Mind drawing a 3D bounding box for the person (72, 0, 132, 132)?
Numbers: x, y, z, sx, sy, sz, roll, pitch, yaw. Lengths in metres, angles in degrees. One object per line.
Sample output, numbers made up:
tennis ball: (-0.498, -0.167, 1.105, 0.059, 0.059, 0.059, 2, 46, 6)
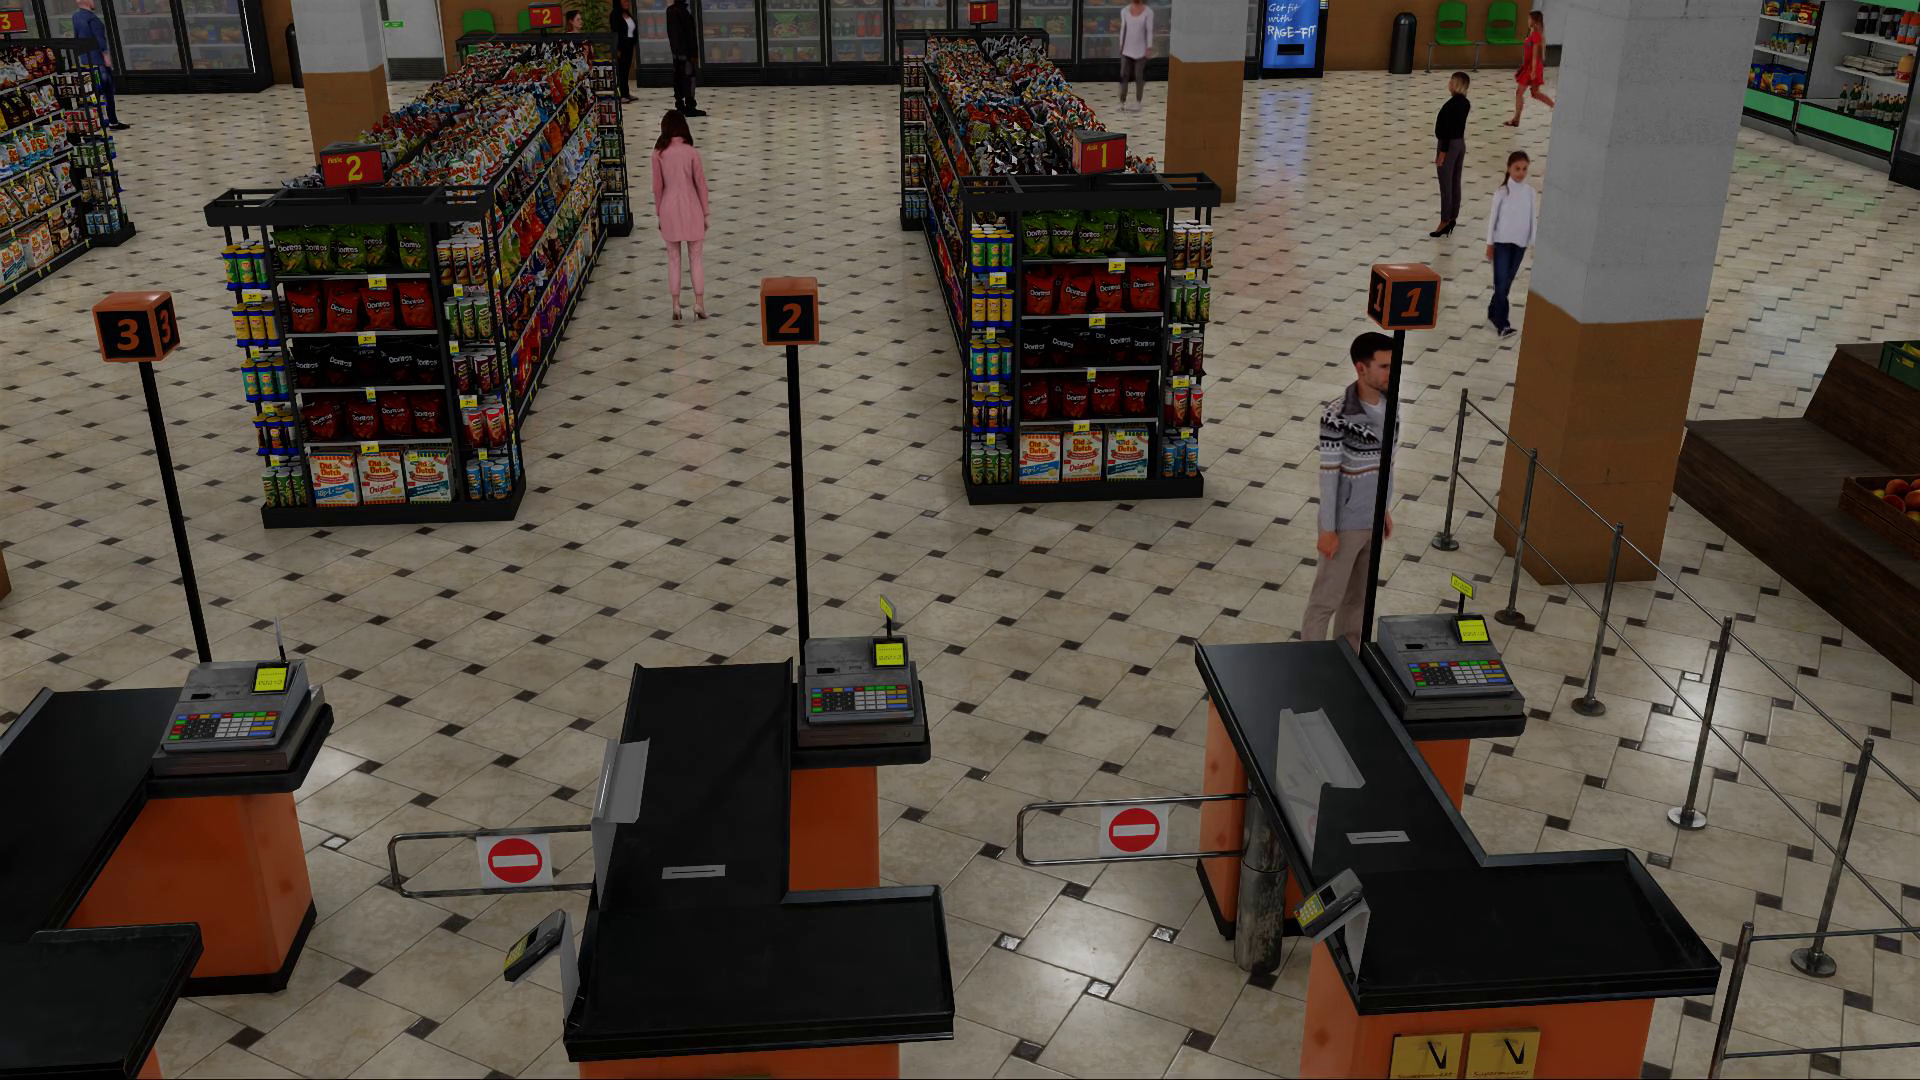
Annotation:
person: (-11.903, -6.591, 22.934, 0.798, 1.825, 0.797, 12, 26, 25)

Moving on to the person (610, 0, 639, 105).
person: (-5.114, -7.457, 25.172, 0.790, 1.616, 0.685, 7, 25, 15)

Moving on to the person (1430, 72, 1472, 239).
person: (5.067, -3.964, 17.120, 0.727, 1.672, 0.674, 20, 30, 38)

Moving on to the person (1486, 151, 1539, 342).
person: (4.570, -2.464, 13.886, 0.548, 1.516, 1.026, -3, 24, -7)

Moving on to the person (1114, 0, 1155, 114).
person: (2.581, -7.159, 24.247, 0.963, 1.812, 1.075, 11, 26, 24)

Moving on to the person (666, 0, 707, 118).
person: (-4.012, -7.065, 24.016, 0.778, 1.825, 0.855, 21, 31, 40)

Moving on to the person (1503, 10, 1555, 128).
person: (8.040, -6.498, 23.046, 0.914, 1.563, 1.027, 6, 24, 14)

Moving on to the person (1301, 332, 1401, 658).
person: (1.915, -0.126, 8.112, 0.766, 1.861, 0.788, -20, 30, -38)

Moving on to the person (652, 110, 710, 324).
person: (-2.378, -2.754, 14.190, 0.609, 1.803, 0.515, -1, 24, -2)
